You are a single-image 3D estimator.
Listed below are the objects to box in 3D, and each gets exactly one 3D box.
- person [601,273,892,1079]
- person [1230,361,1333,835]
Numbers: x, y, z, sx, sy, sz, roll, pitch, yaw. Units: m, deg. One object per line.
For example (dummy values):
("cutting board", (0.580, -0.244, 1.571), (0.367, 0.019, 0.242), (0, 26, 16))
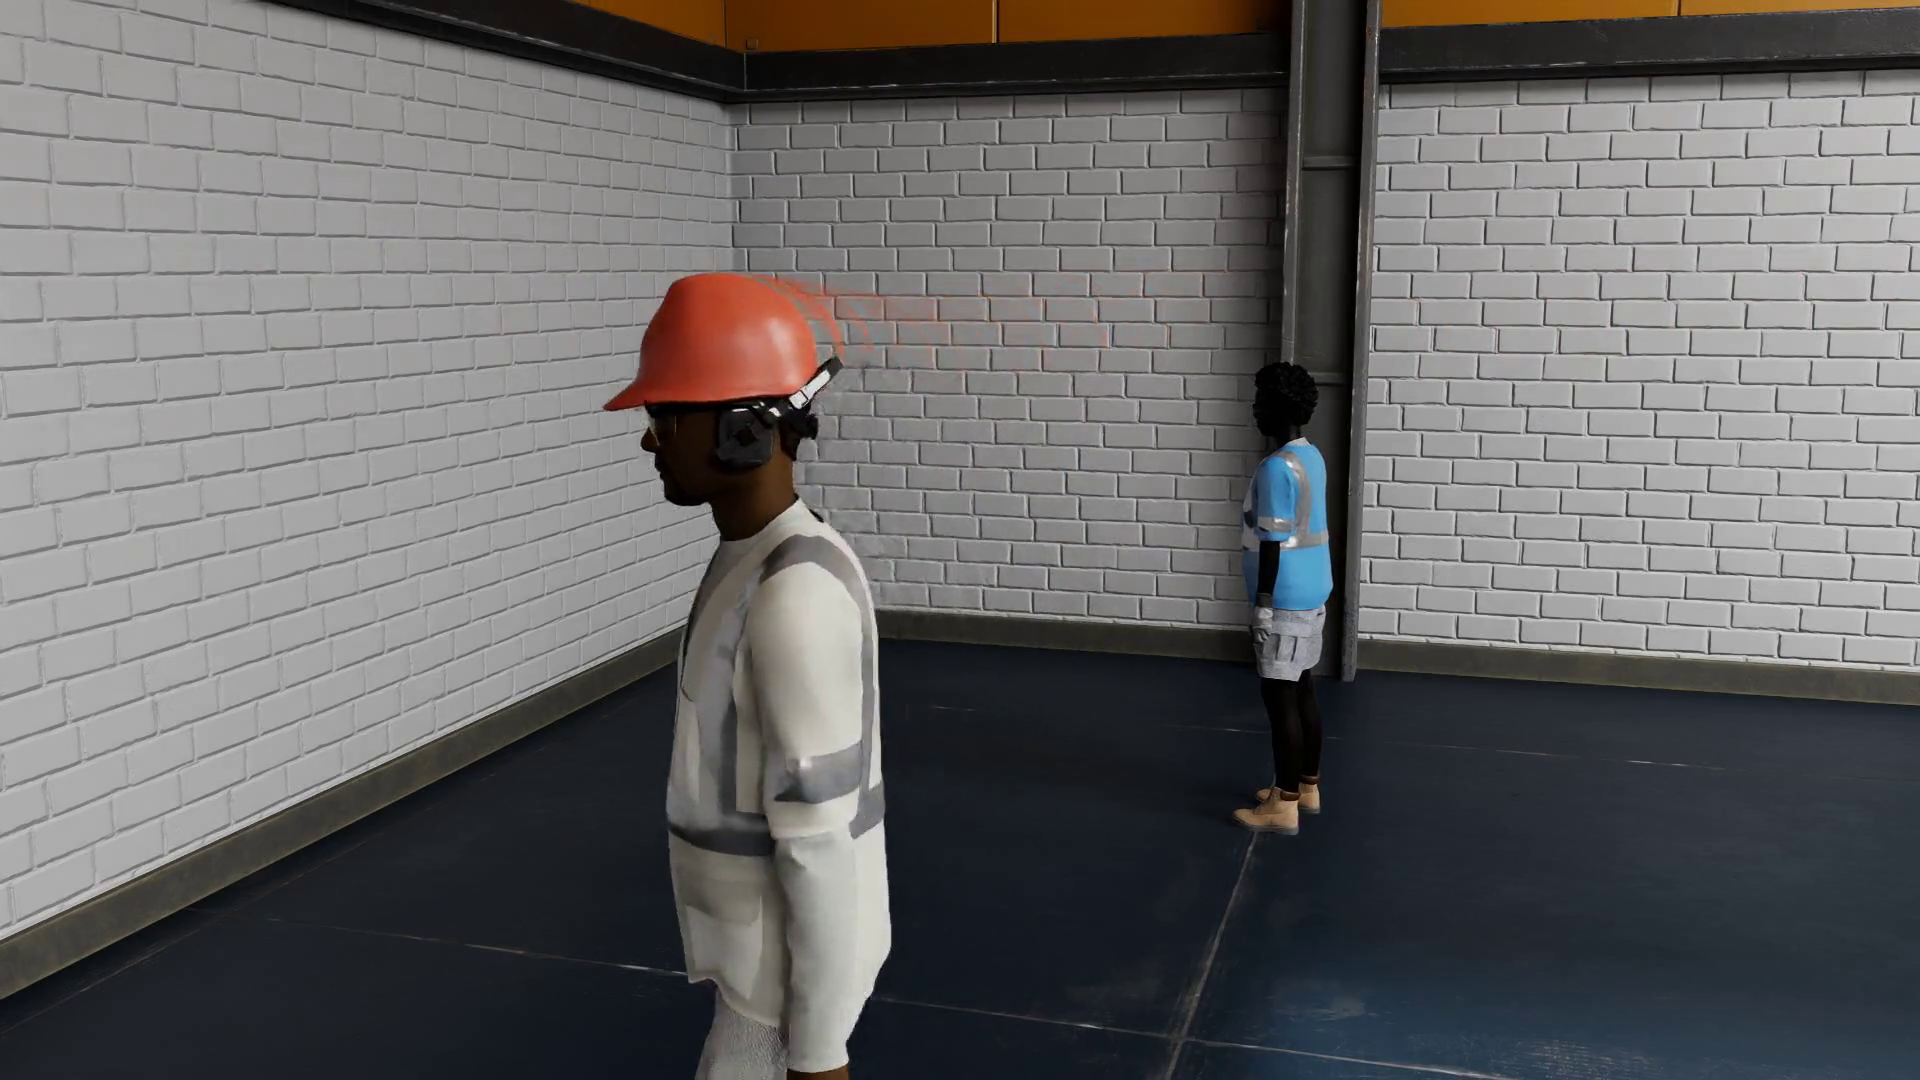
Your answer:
("person", (-0.198, 0.607, 2.565), (0.768, 2.023, 0.612), (-2, 10, -12))
("person", (1.171, 0.206, 5.994), (0.321, 1.689, 0.530), (4, 10, 23))
